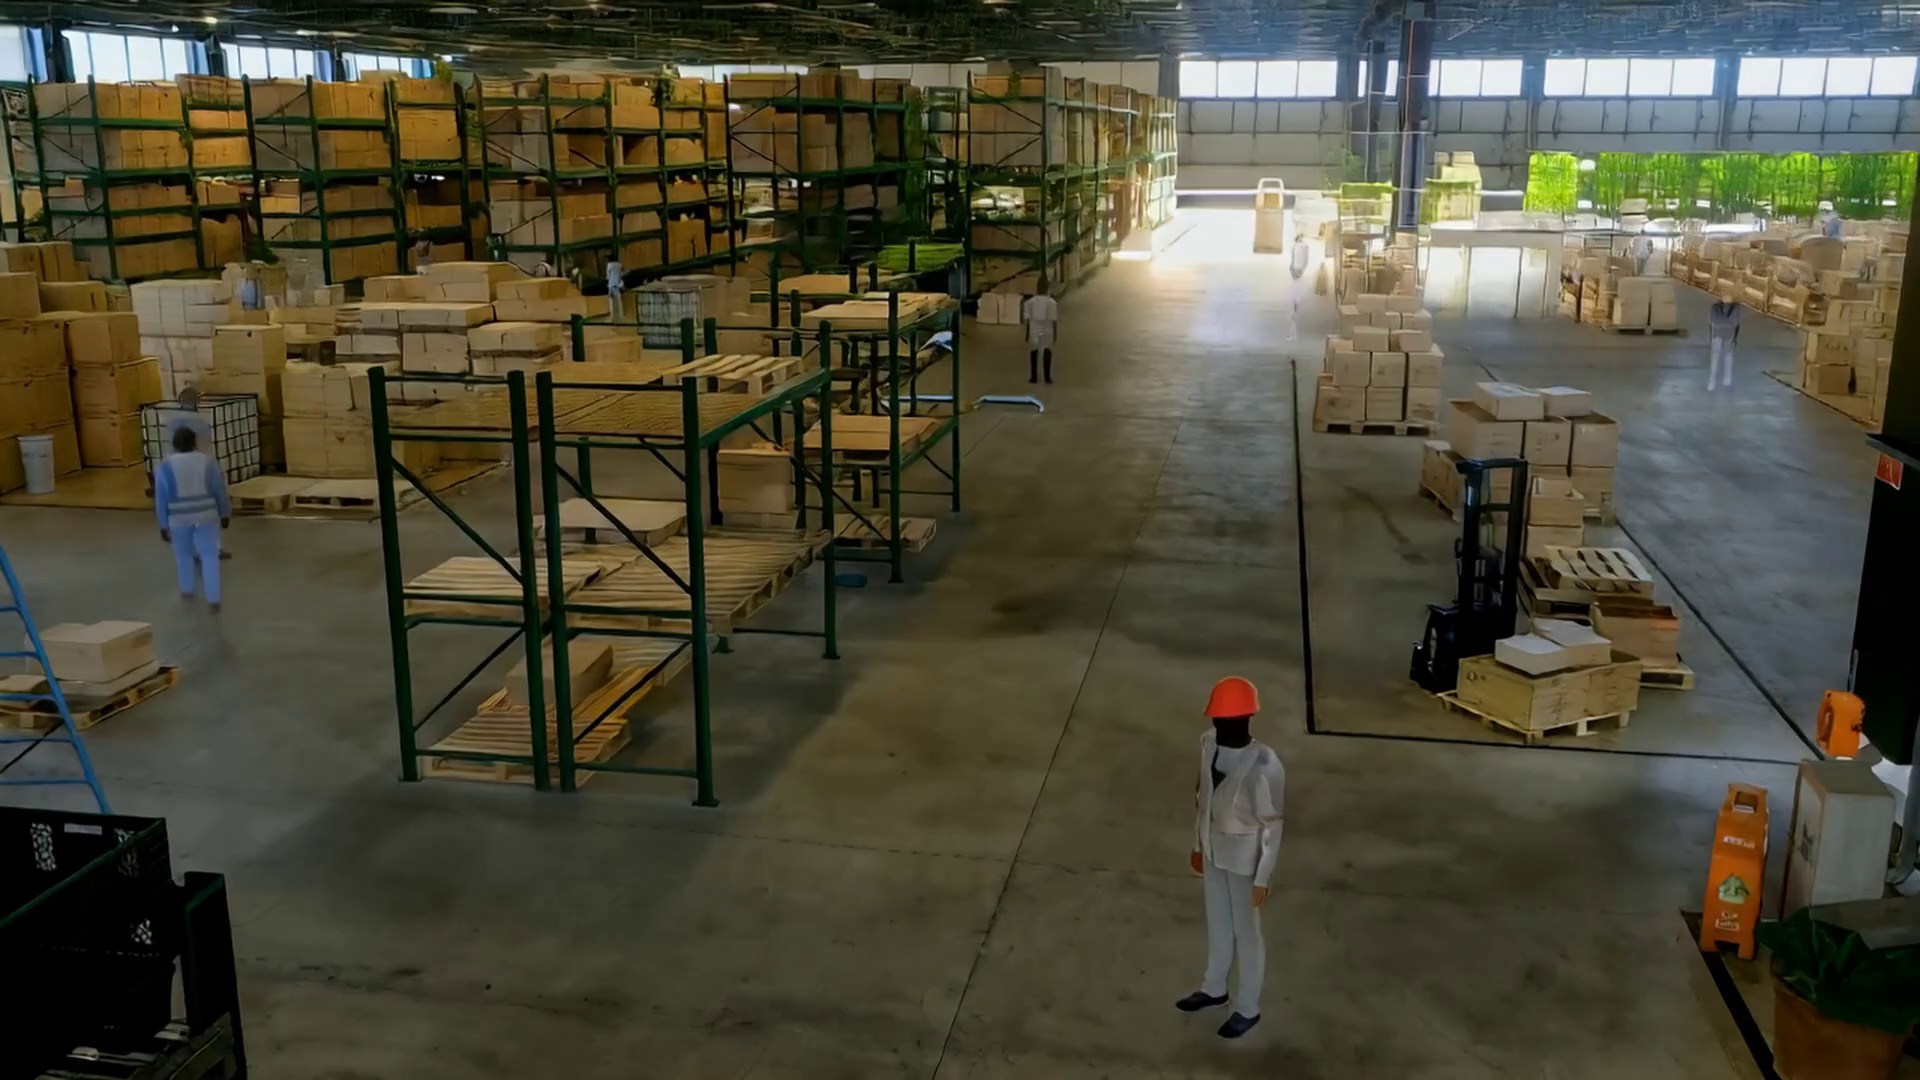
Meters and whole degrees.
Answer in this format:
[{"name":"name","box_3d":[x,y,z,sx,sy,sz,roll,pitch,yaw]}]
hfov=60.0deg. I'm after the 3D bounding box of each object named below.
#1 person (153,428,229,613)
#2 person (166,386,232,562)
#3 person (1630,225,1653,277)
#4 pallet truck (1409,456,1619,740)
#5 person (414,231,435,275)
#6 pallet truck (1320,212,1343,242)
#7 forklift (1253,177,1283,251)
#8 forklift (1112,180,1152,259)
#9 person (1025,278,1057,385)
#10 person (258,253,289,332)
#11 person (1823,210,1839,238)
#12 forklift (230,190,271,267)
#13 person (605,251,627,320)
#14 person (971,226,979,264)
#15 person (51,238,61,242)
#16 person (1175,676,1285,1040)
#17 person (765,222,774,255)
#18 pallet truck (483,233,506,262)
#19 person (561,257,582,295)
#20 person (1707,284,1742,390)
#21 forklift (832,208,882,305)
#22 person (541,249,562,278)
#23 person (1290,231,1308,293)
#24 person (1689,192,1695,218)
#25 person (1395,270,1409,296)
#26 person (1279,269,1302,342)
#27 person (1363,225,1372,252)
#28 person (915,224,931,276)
[{"name":"person","box_3d":[-7.510,-0.209,16.306,0.654,1.790,0.974,-8,16,-28]},{"name":"person","box_3d":[-8.278,-0.709,18.020,0.630,1.940,0.373,8,16,30]},{"name":"person","box_3d":[20.856,-8.739,50.917,0.583,1.799,0.903,3,14,13]},{"name":"pallet truck","box_3d":[4.504,0.400,13.395,0.823,1.965,1.885,-6,15,-23]},{"name":"person","box_3d":[-15.184,-7.809,47.085,0.650,1.817,0.721,3,14,11]},{"name":"pallet truck","box_3d":[15.874,-13.227,70.310,0.680,1.201,1.601,10,17,35]},{"name":"forklift","box_3d":[12.083,-12.747,64.956,1.129,2.768,1.873,3,14,10]},{"name":"forklift","box_3d":[6.082,-11.722,60.796,1.873,2.768,1.129,2,14,9]},{"name":"person","box_3d":[1.504,-3.835,30.655,0.613,1.963,0.361,5,15,20]},{"name":"person","box_3d":[-15.439,-5.480,37.436,0.644,1.931,0.433,-10,17,-36]},{"name":"person","box_3d":[30.714,-10.683,58.645,0.836,1.884,0.647,-4,14,-15]},{"name":"forklift","box_3d":[-21.592,-9.339,51.120,1.873,2.768,1.129,12,18,39]},{"name":"person","box_3d":[-8.523,-6.317,41.286,0.534,1.698,0.318,-2,14,-8]},{"name":"person","box_3d":[0.485,-10.492,57.526,0.374,2.043,0.613,-5,15,-20]},{"name":"person","box_3d":[-22.812,-6.716,42.389,0.937,1.961,0.614,0,14,-1]},{"name":"person","box_3d":[1.400,1.621,8.582,0.371,1.929,0.584,-8,16,-30]},{"name":"person","box_3d":[-7.137,-11.642,63.057,0.494,1.624,0.284,-4,14,-16]},{"name":"pallet truck","box_3d":[-11.832,-7.026,43.548,1.885,1.965,0.823,8,16,28]},{"name":"person","box_3d":[-9.394,-6.028,40.257,0.524,1.631,0.315,1,14,4]},{"name":"person","box_3d":[13.927,-3.715,30.302,0.537,1.911,0.920,9,16,32]},{"name":"forklift","box_3d":[-2.309,-6.374,39.084,1.129,2.768,1.873,3,14,10]},{"name":"person","box_3d":[-9.628,-5.941,39.395,0.769,1.874,0.612,5,15,18]},{"name":"person","box_3d":[9.815,-8.041,48.148,0.531,1.767,0.320,-4,14,-14]},{"name":"person","box_3d":[35.379,-16.137,80.955,0.832,1.799,0.595,5,15,19]},{"name":"person","box_3d":[8.896,-4.542,33.768,0.585,1.848,0.556,4,14,15]},{"name":"person","box_3d":[7.366,-5.210,36.956,0.602,1.617,0.542,-3,14,-12]},{"name":"person","box_3d":[13.863,-9.944,56.181,0.704,1.609,0.524,5,15,21]},{"name":"person","box_3d":[-1.215,-9.352,53.641,0.532,1.676,0.602,3,14,12]}]
